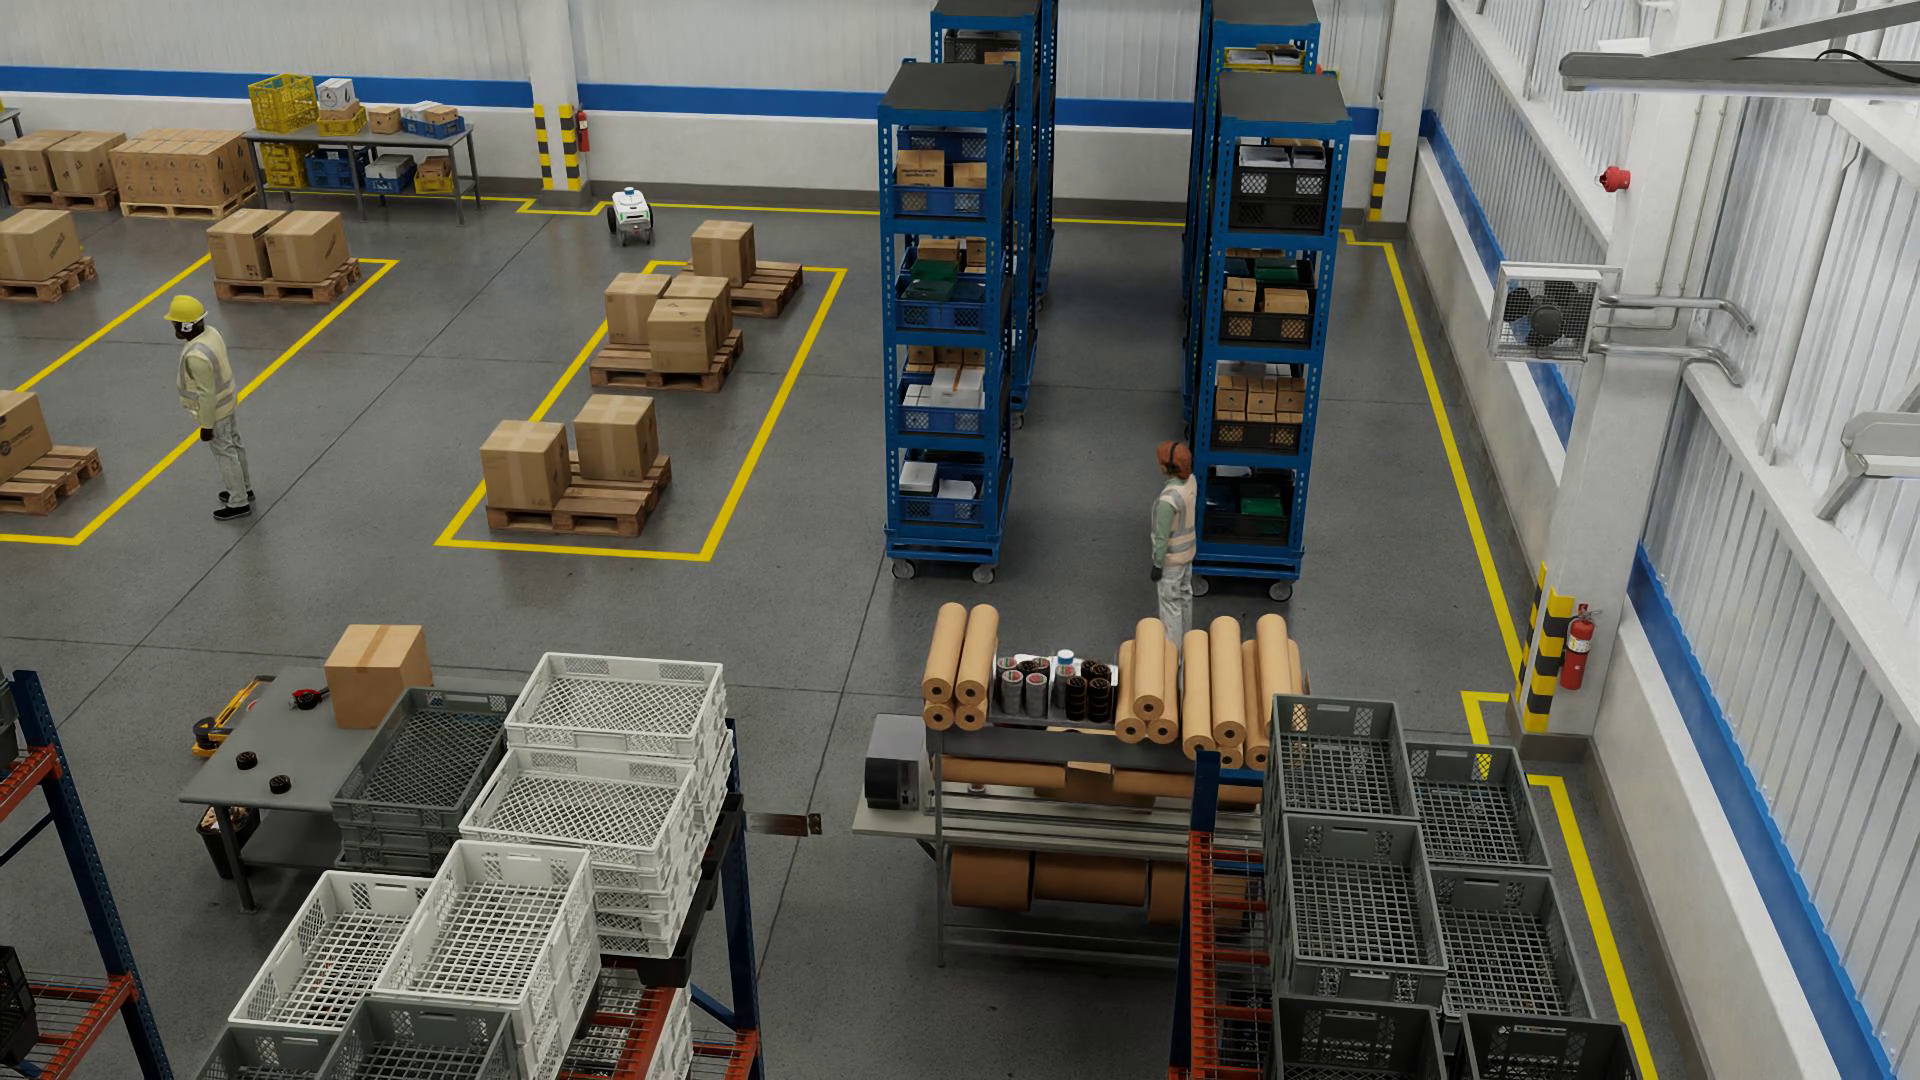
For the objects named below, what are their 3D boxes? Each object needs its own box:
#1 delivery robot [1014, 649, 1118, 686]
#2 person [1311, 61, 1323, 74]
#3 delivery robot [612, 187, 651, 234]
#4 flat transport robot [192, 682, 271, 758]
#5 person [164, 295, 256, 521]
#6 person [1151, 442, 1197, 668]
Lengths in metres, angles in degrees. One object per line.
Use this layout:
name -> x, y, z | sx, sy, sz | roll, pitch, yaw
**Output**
delivery robot -> 0.673, 0.929, 10.681 | 0.707, 0.478, 0.477 | 6, 31, 10
person -> 3.732, -4.261, 18.266 | 0.401, 1.989, 0.623 | 13, 33, 22
delivery robot -> -3.685, -3.706, 18.641 | 0.477, 0.478, 0.707 | -9, 31, -14
flat transport robot -> -4.089, 1.163, 10.648 | 1.431, 0.197, 0.652 | 3, 30, 6
person -> -5.802, -1.032, 12.876 | 0.403, 1.835, 0.588 | -5, 31, -9
person -> 1.425, 0.090, 11.151 | 0.316, 1.629, 0.512 | 13, 33, 21
